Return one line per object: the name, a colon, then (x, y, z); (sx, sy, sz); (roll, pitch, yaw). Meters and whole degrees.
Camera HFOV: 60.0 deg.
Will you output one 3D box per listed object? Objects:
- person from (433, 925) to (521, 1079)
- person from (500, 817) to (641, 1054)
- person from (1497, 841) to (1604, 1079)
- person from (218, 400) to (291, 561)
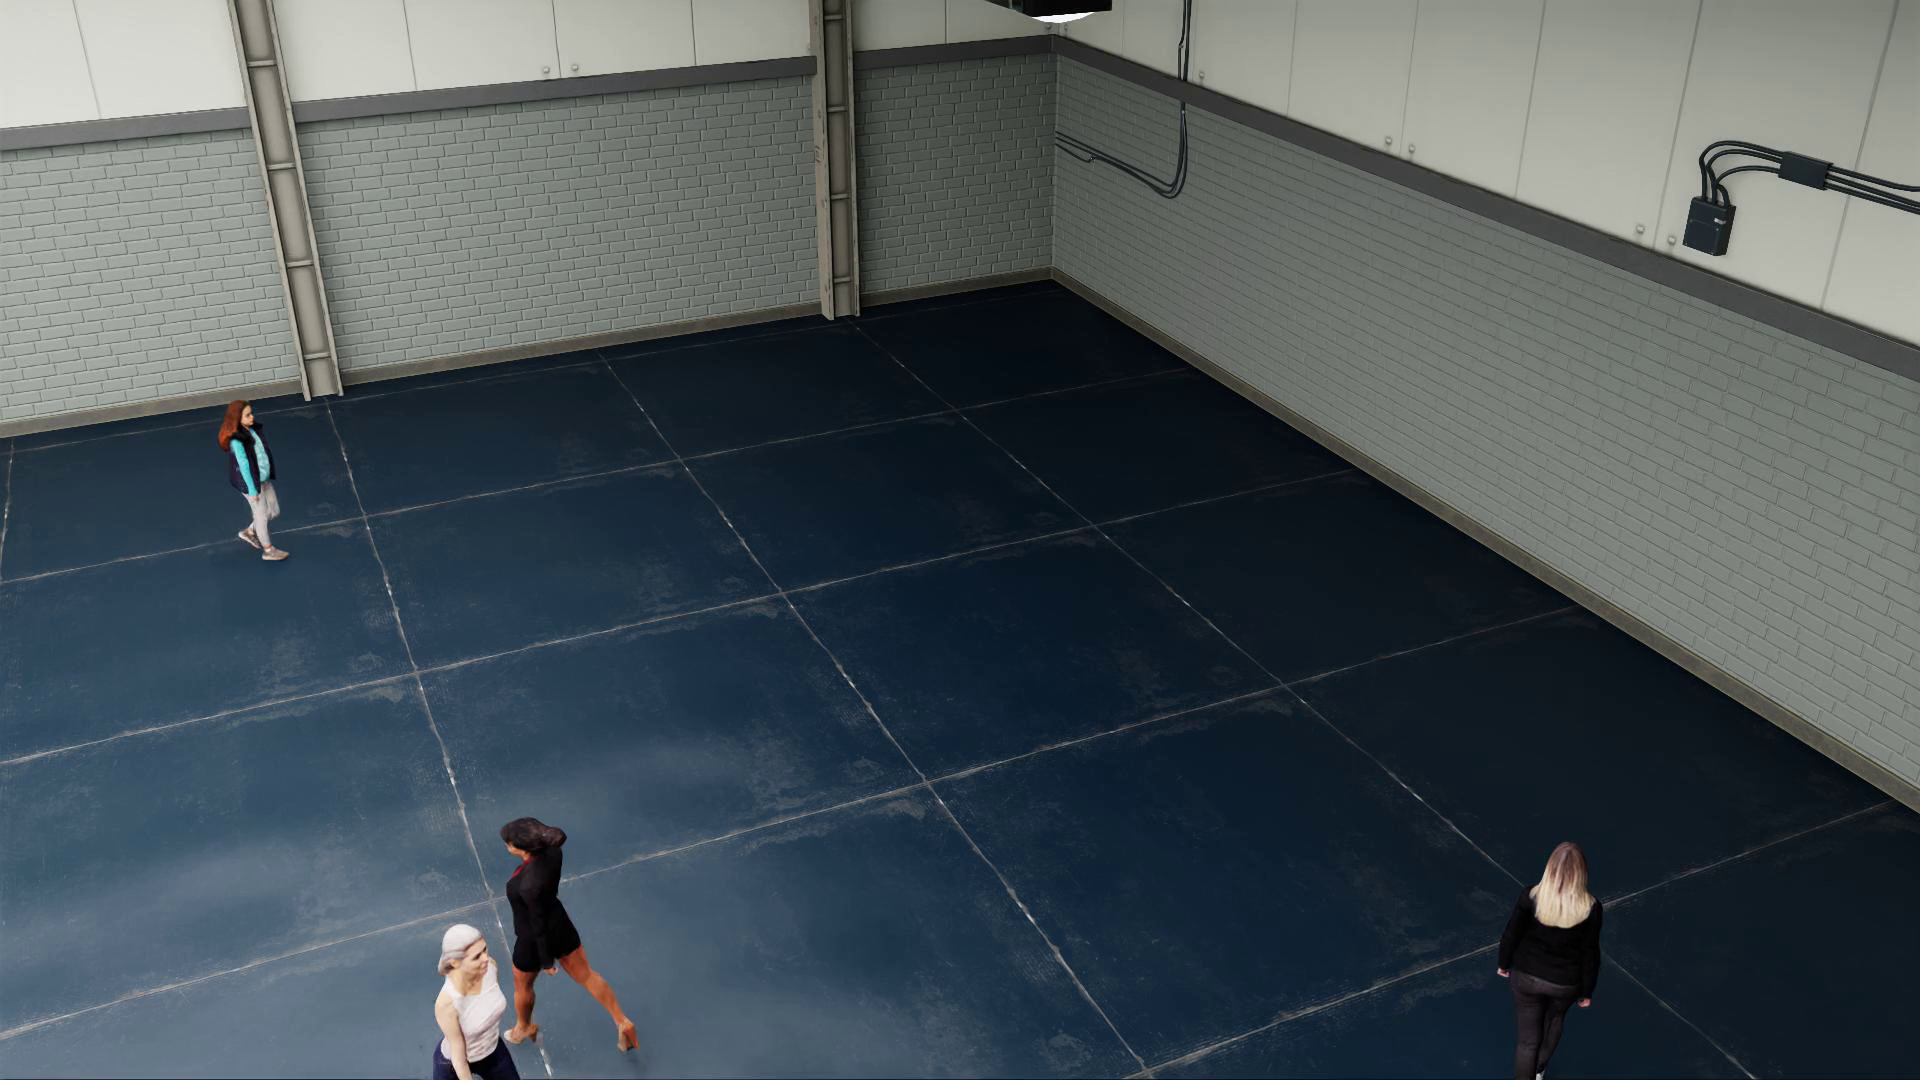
person: (-2.462, 2.560, 8.129); (1.189, 1.645, 1.196); (12, 30, 23)
person: (-2.127, 2.174, 8.932); (1.089, 1.598, 1.004); (9, 29, 17)
person: (3.018, 2.329, 8.549); (0.822, 1.674, 0.882); (7, 28, 13)
person: (-6.103, -0.501, 14.246); (0.785, 1.488, 0.715); (1, 27, 3)
